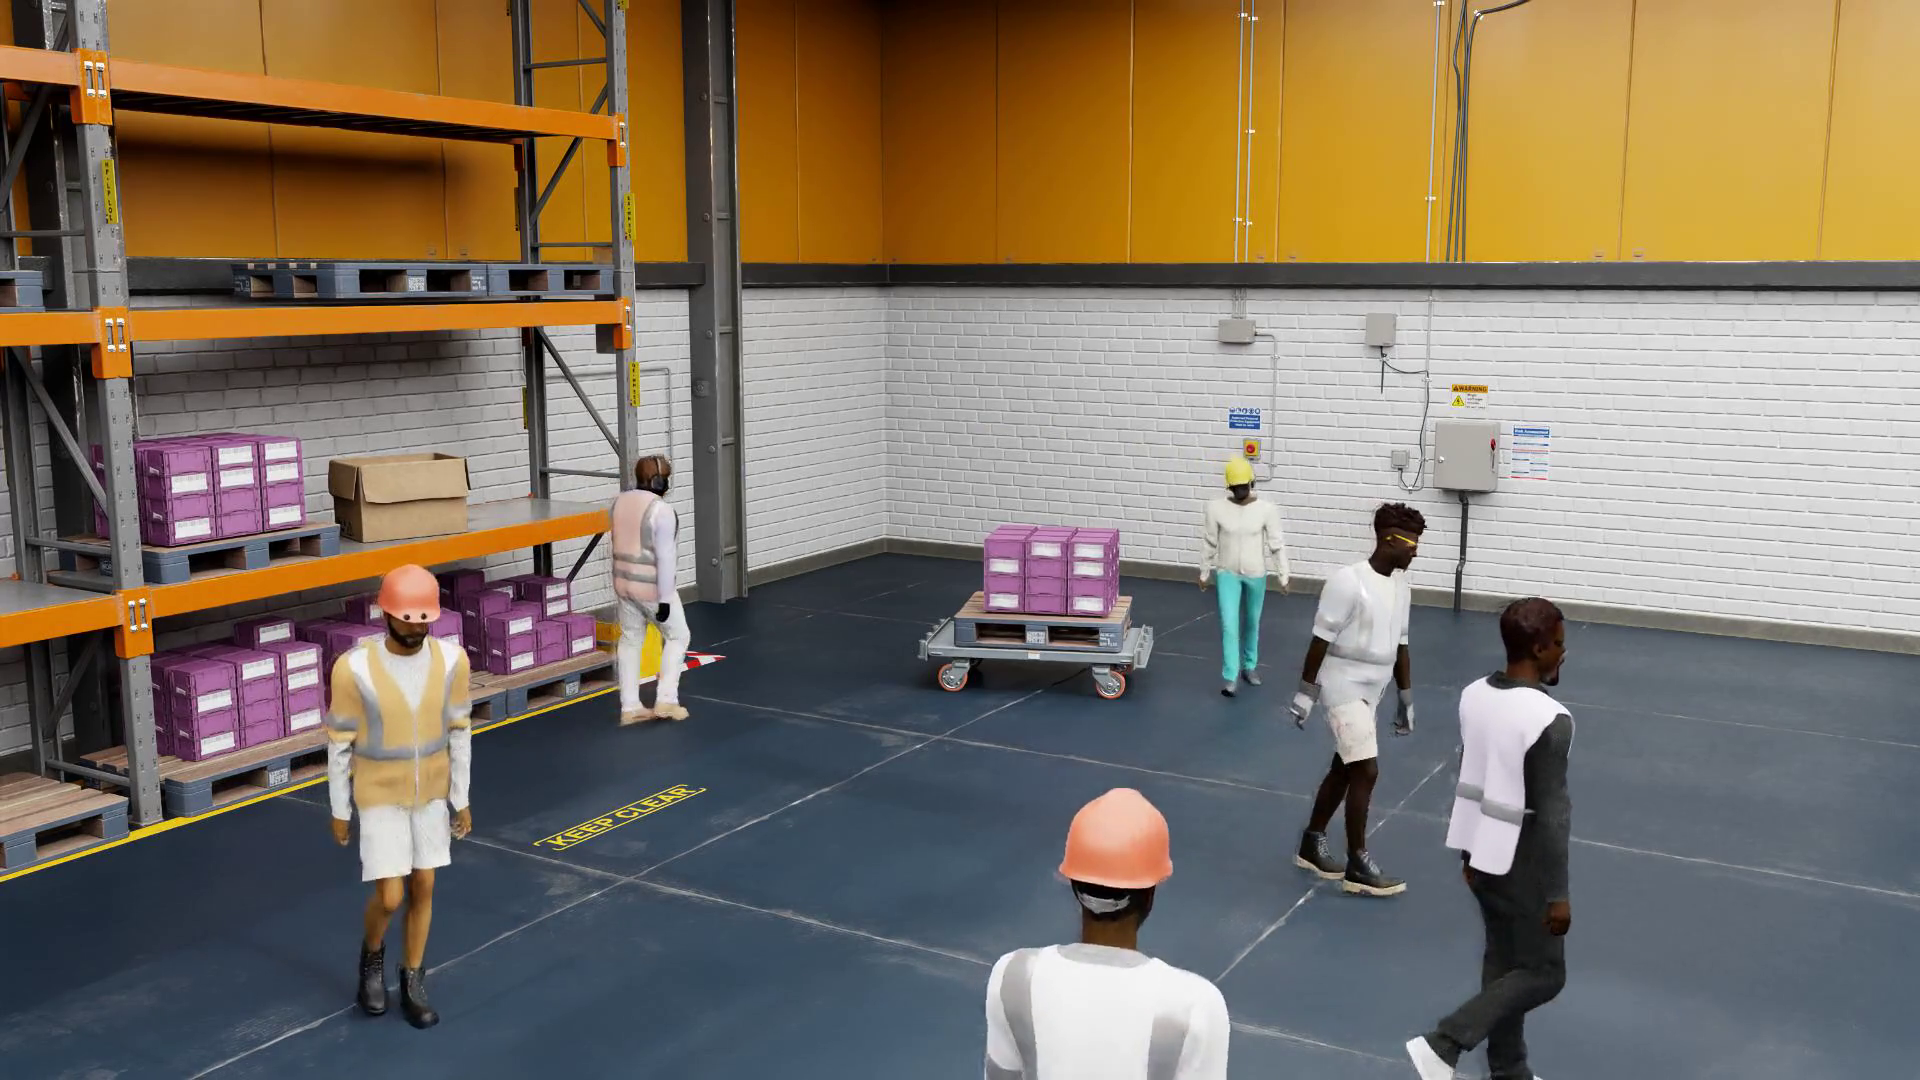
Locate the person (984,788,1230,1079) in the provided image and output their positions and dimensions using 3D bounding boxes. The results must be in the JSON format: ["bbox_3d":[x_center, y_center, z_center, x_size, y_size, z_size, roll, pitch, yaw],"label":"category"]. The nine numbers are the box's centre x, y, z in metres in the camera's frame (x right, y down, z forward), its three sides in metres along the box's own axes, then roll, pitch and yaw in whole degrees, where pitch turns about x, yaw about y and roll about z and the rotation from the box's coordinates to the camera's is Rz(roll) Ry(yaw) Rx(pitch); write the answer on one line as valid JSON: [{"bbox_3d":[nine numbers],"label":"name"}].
[{"bbox_3d":[0.351,1.479,3.775,0.567,1.911,0.787,3,10,19],"label":"person"}]

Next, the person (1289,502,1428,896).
[{"bbox_3d":[2.012,0.770,8.213,0.743,1.910,0.694,8,12,41],"label":"person"}]

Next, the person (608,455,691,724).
[{"bbox_3d":[-2.069,0.335,11.204,0.642,1.820,0.561,7,11,36],"label":"person"}]

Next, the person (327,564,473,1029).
[{"bbox_3d":[-2.199,1.024,6.642,0.544,1.913,0.455,-7,12,-39],"label":"person"}]

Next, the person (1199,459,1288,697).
[{"bbox_3d":[2.038,0.271,11.944,0.617,1.705,0.925,1,9,9],"label":"person"}]

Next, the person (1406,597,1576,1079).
[{"bbox_3d":[1.927,1.143,5.914,0.597,1.904,0.613,-2,9,-11],"label":"person"}]
